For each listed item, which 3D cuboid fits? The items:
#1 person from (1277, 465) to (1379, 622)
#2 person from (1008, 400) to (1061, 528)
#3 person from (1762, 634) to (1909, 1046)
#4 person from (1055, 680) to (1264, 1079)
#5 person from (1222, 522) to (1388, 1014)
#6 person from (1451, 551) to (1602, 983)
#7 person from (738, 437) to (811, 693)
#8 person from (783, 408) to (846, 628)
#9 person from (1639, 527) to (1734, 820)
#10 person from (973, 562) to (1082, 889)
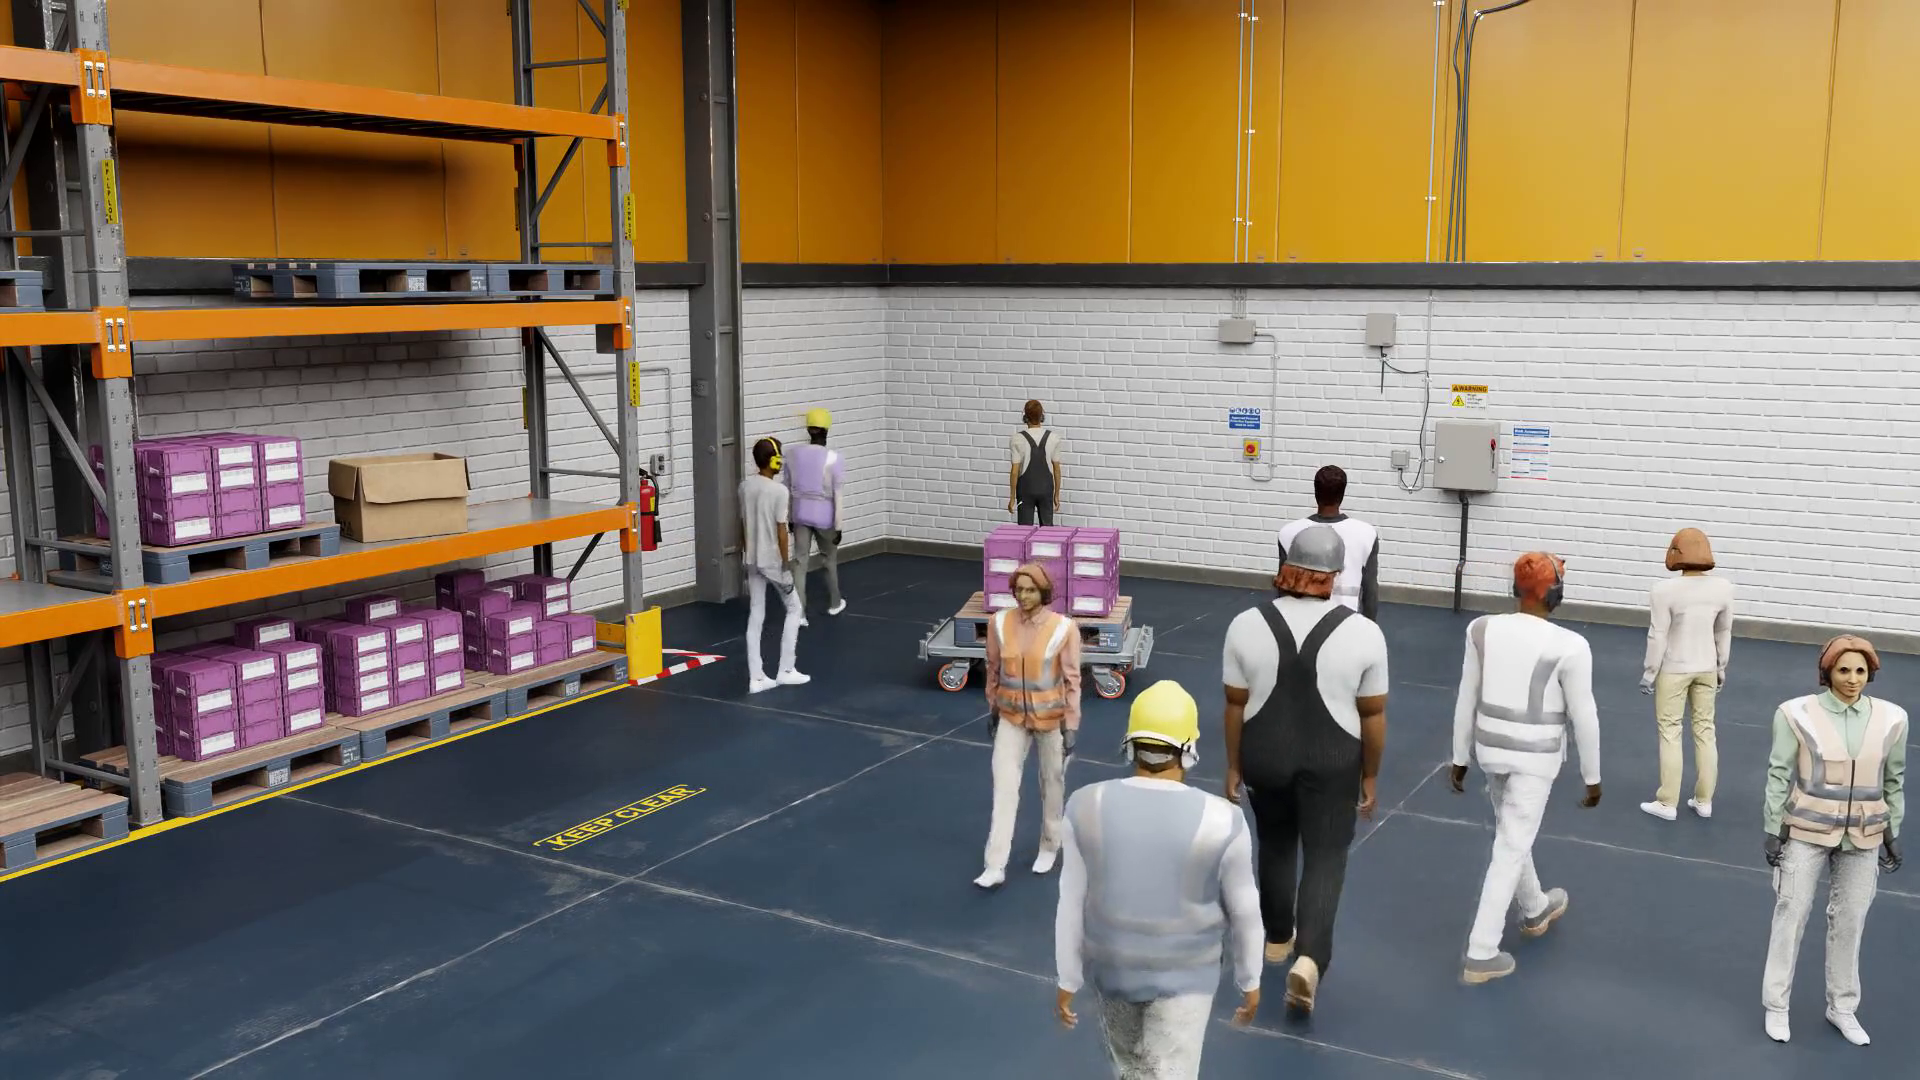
[{"bbox_3d":[2.148,0.519,9.761,0.587,1.920,0.392,1,9,7],"label":"person"},{"bbox_3d":[0.708,-0.412,15.822,0.505,1.840,0.346,-2,9,-11],"label":"person"},{"bbox_3d":[3.430,1.174,6.543,0.525,1.639,0.307,1,9,6],"label":"person"},{"bbox_3d":[0.638,1.315,5.221,0.619,1.777,0.947,3,10,20],"label":"person"},{"bbox_3d":[1.430,0.906,6.964,0.682,2.000,0.922,3,10,21],"label":"person"},{"bbox_3d":[2.513,0.960,7.278,0.970,1.828,0.599,-7,11,-37],"label":"person"},{"bbox_3d":[-1.336,0.176,12.126,0.554,1.843,0.641,7,11,36],"label":"person"},{"bbox_3d":[-1.251,-0.199,14.380,0.604,1.878,0.991,2,9,13],"label":"person"},{"bbox_3d":[4.033,0.742,9.257,0.507,1.631,0.276,-2,9,-10],"label":"person"},{"bbox_3d":[0.322,0.923,8.177,0.545,1.602,0.782,4,10,23],"label":"person"}]
